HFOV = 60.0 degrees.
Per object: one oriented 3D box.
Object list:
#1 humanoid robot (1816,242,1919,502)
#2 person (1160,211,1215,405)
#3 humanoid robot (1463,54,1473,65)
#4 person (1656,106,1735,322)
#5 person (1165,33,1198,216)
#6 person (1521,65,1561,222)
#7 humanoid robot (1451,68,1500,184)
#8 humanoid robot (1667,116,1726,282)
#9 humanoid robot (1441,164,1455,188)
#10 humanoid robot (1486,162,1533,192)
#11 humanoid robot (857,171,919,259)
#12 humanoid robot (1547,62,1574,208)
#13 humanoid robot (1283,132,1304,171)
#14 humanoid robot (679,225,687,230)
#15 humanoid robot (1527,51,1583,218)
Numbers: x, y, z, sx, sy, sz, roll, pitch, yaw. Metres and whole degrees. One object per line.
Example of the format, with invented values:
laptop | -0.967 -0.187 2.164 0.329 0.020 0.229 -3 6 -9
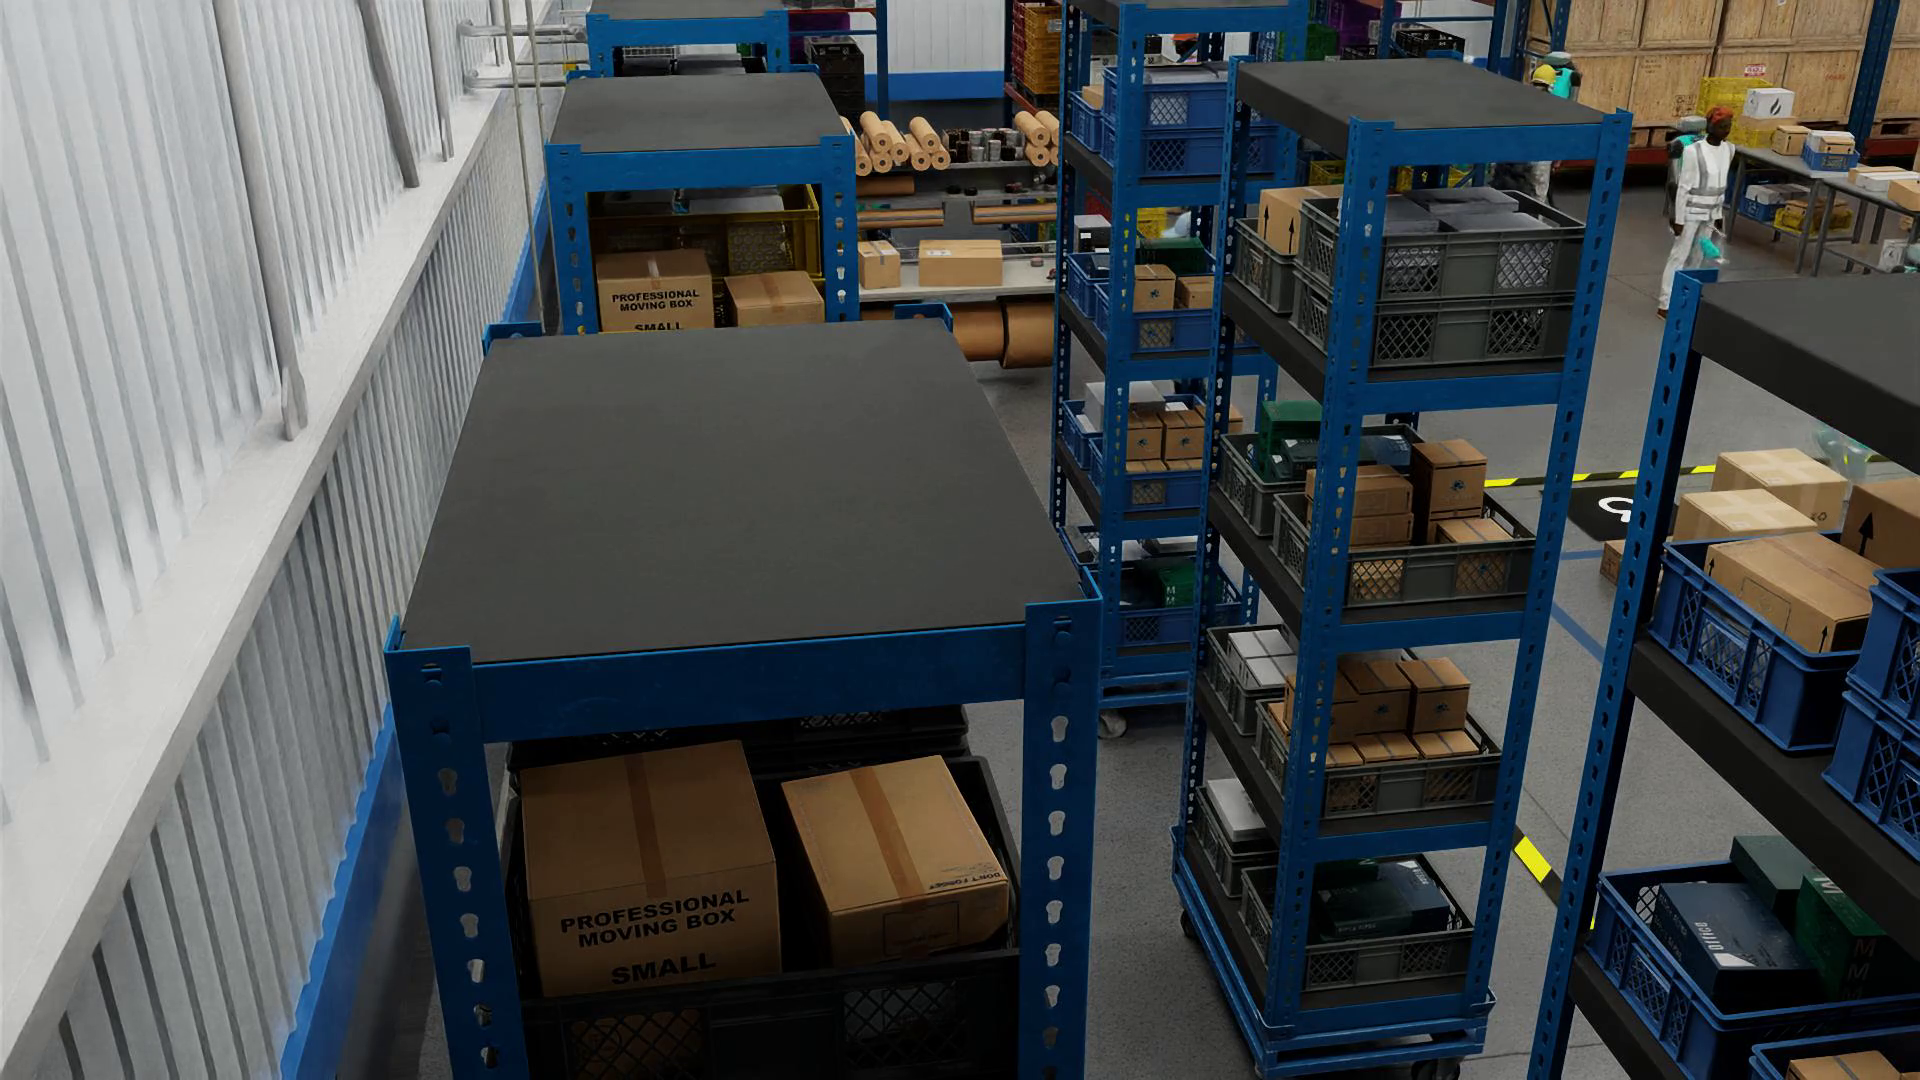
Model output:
humanoid robot | 5.910 -0.985 10.789 0.759 1.868 0.562 -6 25 -13
person | 1.527 -1.305 11.247 0.406 1.847 0.589 -4 25 -9
humanoid robot | 5.207 -4.424 18.191 0.538 1.792 0.771 -13 28 -25
person | 6.455 -2.831 14.523 0.574 1.881 0.353 -12 27 -25
person | 2.409 -4.578 18.131 0.371 2.043 0.612 22 33 39
person | 5.794 -3.868 16.838 0.599 1.827 0.404 12 27 24
humanoid robot | 5.375 -4.022 17.316 0.549 1.811 0.738 7 26 16
humanoid robot | 6.628 -2.780 14.657 0.529 1.780 0.911 -14 28 -28
humanoid robot | 5.171 -4.159 17.658 0.325 1.656 0.587 19 31 36
humanoid robot | 5.448 -3.628 16.485 0.352 1.649 0.609 20 32 37
humanoid robot | -0.546 -2.337 13.668 0.756 1.815 0.549 -5 25 -11
humanoid robot | 6.441 -4.401 18.215 0.613 1.642 0.602 23 33 40
humanoid robot | 3.667 -4.477 18.338 0.382 1.641 0.600 -5 25 -11
humanoid robot | -2.292 -2.900 14.913 0.589 1.643 0.382 0 25 0
humanoid robot | 6.281 -4.330 17.919 0.541 1.763 0.634 19 31 36
